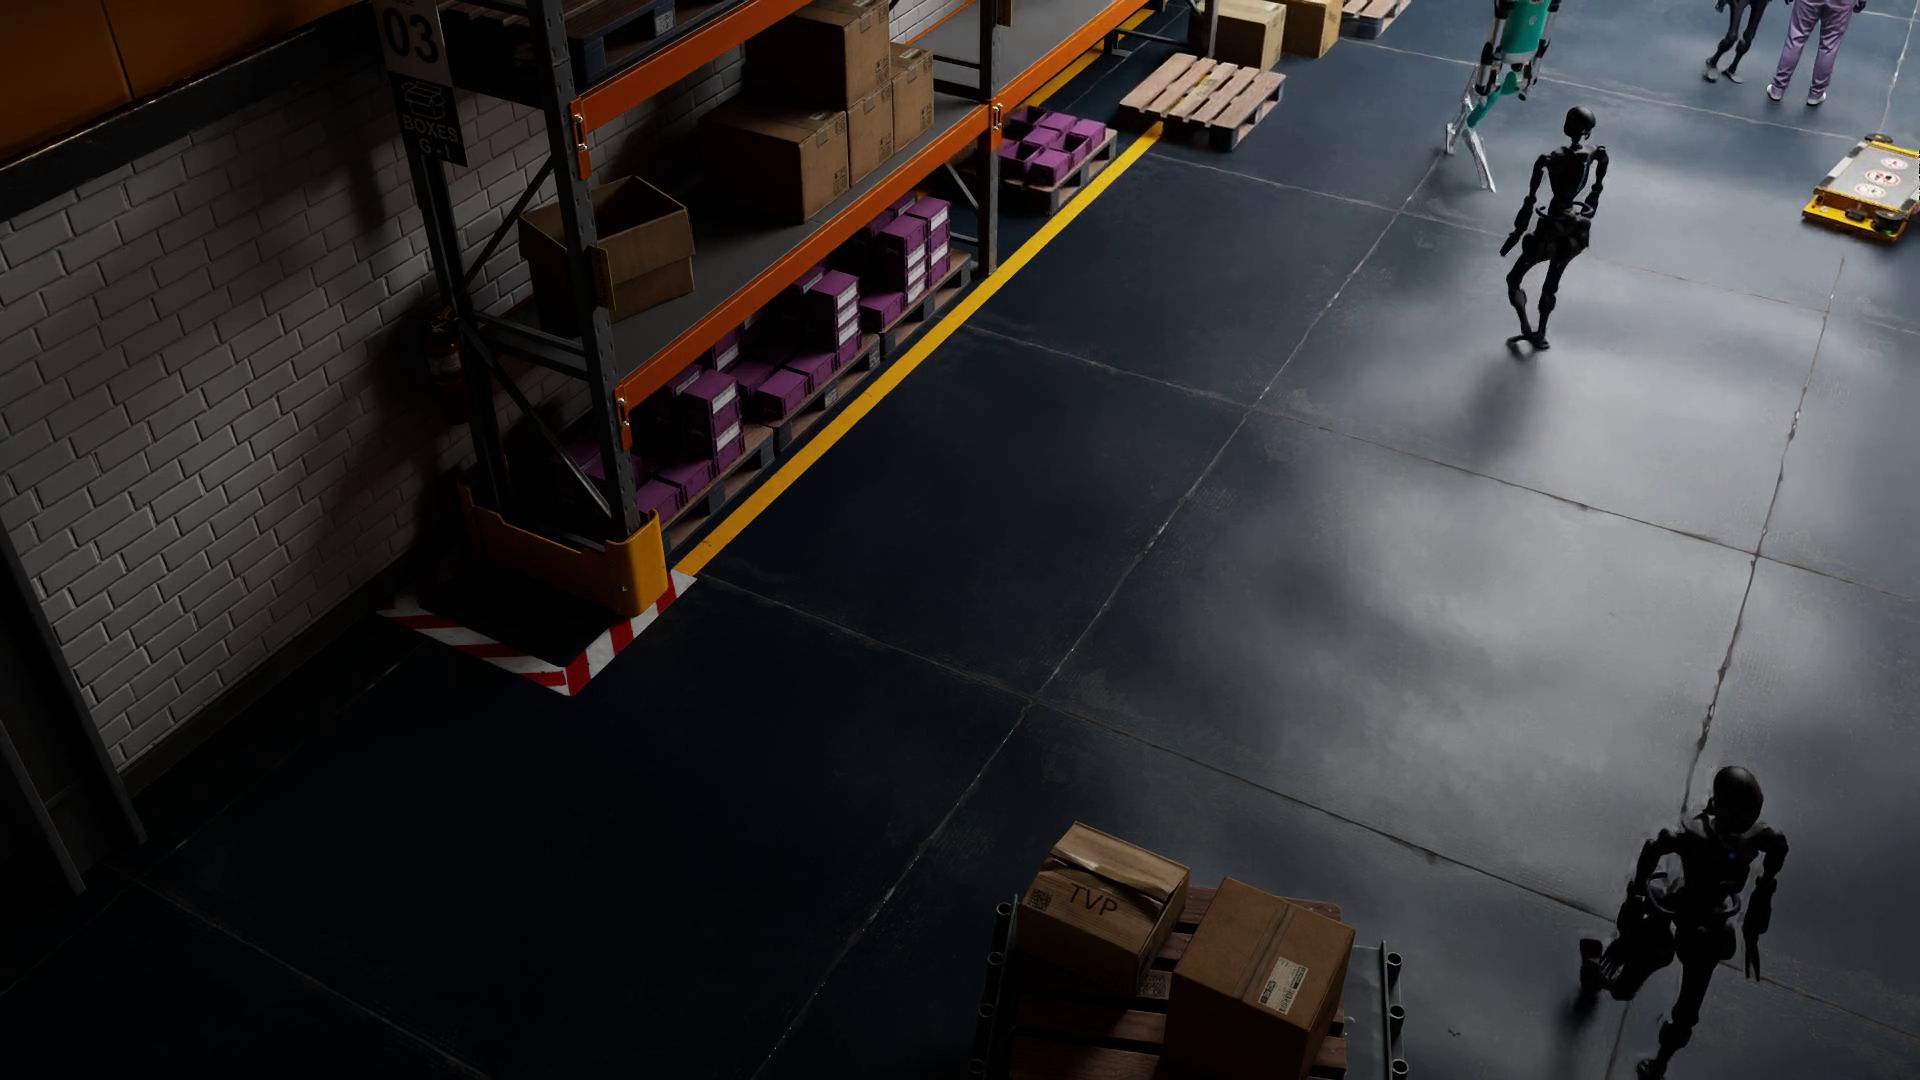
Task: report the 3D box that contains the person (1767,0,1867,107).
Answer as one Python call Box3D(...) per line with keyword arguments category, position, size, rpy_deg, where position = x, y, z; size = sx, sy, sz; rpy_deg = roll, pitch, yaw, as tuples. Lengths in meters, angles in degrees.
Box3D(category="person", position=(7.059, -4.479, 13.506), size=(0.642, 1.913, 0.414), rpy_deg=(16, 41, 19))

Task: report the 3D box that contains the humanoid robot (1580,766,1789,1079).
Box3D(category="humanoid robot", position=(2.750, 1.423, 6.332), size=(0.586, 1.640, 0.646), rpy_deg=(-1, 39, -1))

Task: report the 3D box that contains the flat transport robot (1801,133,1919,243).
Box3D(category="flat transport robot", position=(6.948, -2.668, 12.555), size=(0.659, 0.231, 1.431), rpy_deg=(28, 46, 30))

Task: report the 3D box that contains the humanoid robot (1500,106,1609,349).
Box3D(category="humanoid robot", position=(3.777, -1.968, 10.551), size=(0.597, 1.643, 0.361), rpy_deg=(-11, 40, -13))

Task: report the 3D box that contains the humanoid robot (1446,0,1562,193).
Box3D(category="humanoid robot", position=(3.959, -3.567, 12.551), size=(0.530, 1.781, 1.016), rpy_deg=(-12, 40, -15))

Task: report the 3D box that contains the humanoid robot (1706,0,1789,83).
Box3D(category="humanoid robot", position=(6.650, -4.648, 13.905), size=(0.612, 1.649, 0.326), rpy_deg=(-5, 39, -7))
